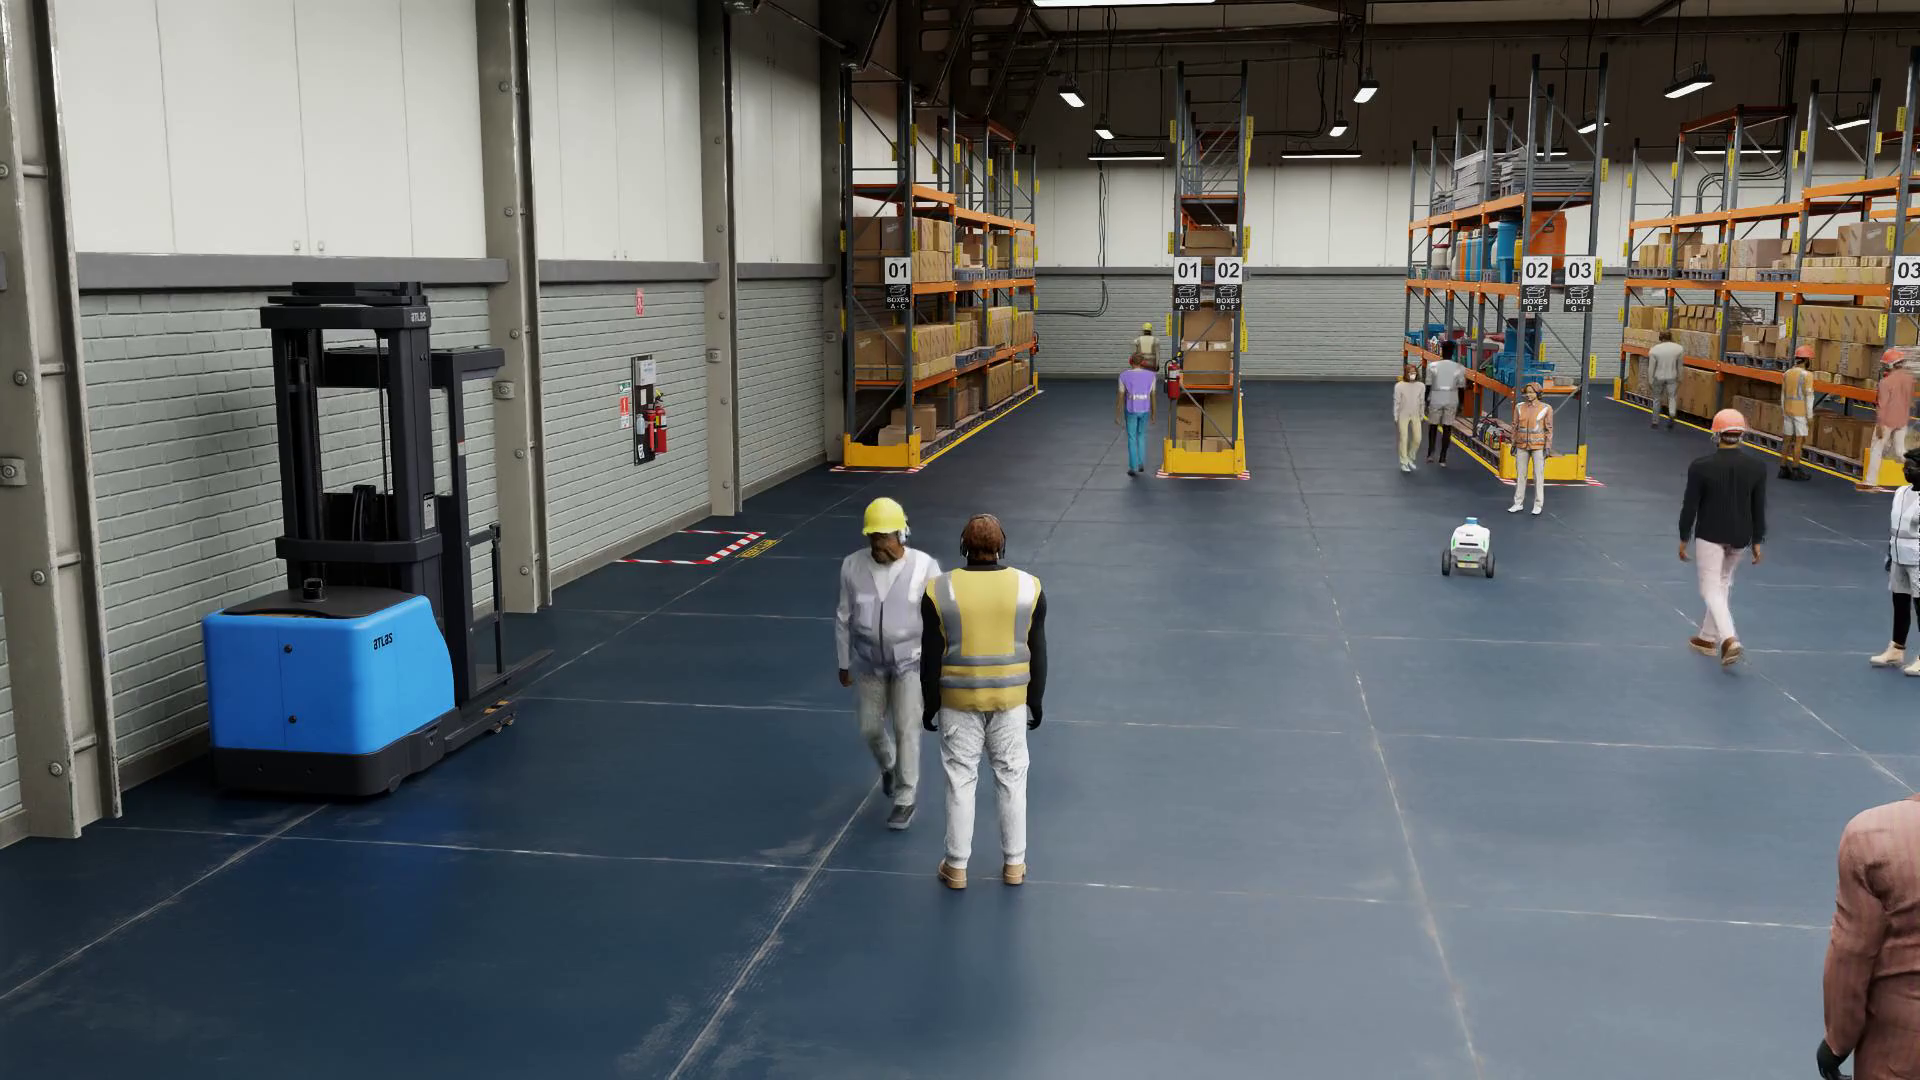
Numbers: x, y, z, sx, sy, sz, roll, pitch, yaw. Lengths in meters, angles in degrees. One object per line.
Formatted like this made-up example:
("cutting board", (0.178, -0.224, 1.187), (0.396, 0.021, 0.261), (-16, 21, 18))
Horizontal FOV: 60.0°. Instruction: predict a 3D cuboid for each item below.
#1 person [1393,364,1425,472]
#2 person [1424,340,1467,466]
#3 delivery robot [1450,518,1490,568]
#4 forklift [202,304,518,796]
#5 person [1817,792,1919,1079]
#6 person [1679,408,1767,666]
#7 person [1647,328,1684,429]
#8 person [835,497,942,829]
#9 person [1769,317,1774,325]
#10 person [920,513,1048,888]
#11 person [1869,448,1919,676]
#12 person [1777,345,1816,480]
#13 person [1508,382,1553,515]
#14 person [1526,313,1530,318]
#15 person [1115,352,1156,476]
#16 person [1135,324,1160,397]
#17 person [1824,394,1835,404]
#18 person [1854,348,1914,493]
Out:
("person", (6.736, -1.830, 24.940), (0.511, 1.617, 0.376), (0, 9, -3))
("person", (7.505, -2.122, 25.783), (0.634, 1.935, 0.552), (3, 10, 18))
("delivery robot", (5.114, 0.019, 16.659), (0.477, 0.478, 0.707), (3, 10, 20))
("forklift", (-3.673, -0.038, 10.147), (1.129, 2.768, 1.873), (1, 9, 9))
("person", (2.666, 1.346, 4.484), (0.649, 1.904, 0.401), (3, 10, 18))
("person", (5.878, -0.027, 12.787), (0.622, 1.966, 0.929), (0, 9, -1))
("person", (13.388, -3.054, 31.567), (0.659, 1.920, 0.768), (3, 10, 15))
("person", (-0.373, 0.644, 9.093), (0.630, 1.809, 0.555), (2, 9, 13))
("person", (17.685, -3.857, 36.252), (0.627, 2.012, 0.863), (0, 9, 2))
("person", (0.112, 0.783, 8.152), (0.632, 1.843, 0.429), (-1, 9, -8))
("person", (7.152, 0.157, 12.467), (0.337, 1.695, 0.579), (-1, 9, -8))
("person", (12.143, -1.843, 24.061), (0.378, 1.932, 0.551), (-2, 10, -15))
("person", (7.080, -1.139, 20.624), (0.523, 1.638, 0.311), (8, 12, 42))
("person", (13.664, -4.501, 40.296), (0.614, 1.987, 0.407), (-4, 10, -24))
("person", (2.580, -1.864, 24.545), (0.594, 1.814, 0.538), (-2, 9, -14))
("person", (4.330, -4.090, 38.364), (0.621, 1.779, 0.916), (3, 10, 18))
("person", (19.748, -4.006, 37.767), (0.611, 1.808, 0.658), (2, 9, 12))
("person", (12.596, -1.598, 22.426), (0.637, 1.971, 0.825), (-3, 10, -18))
